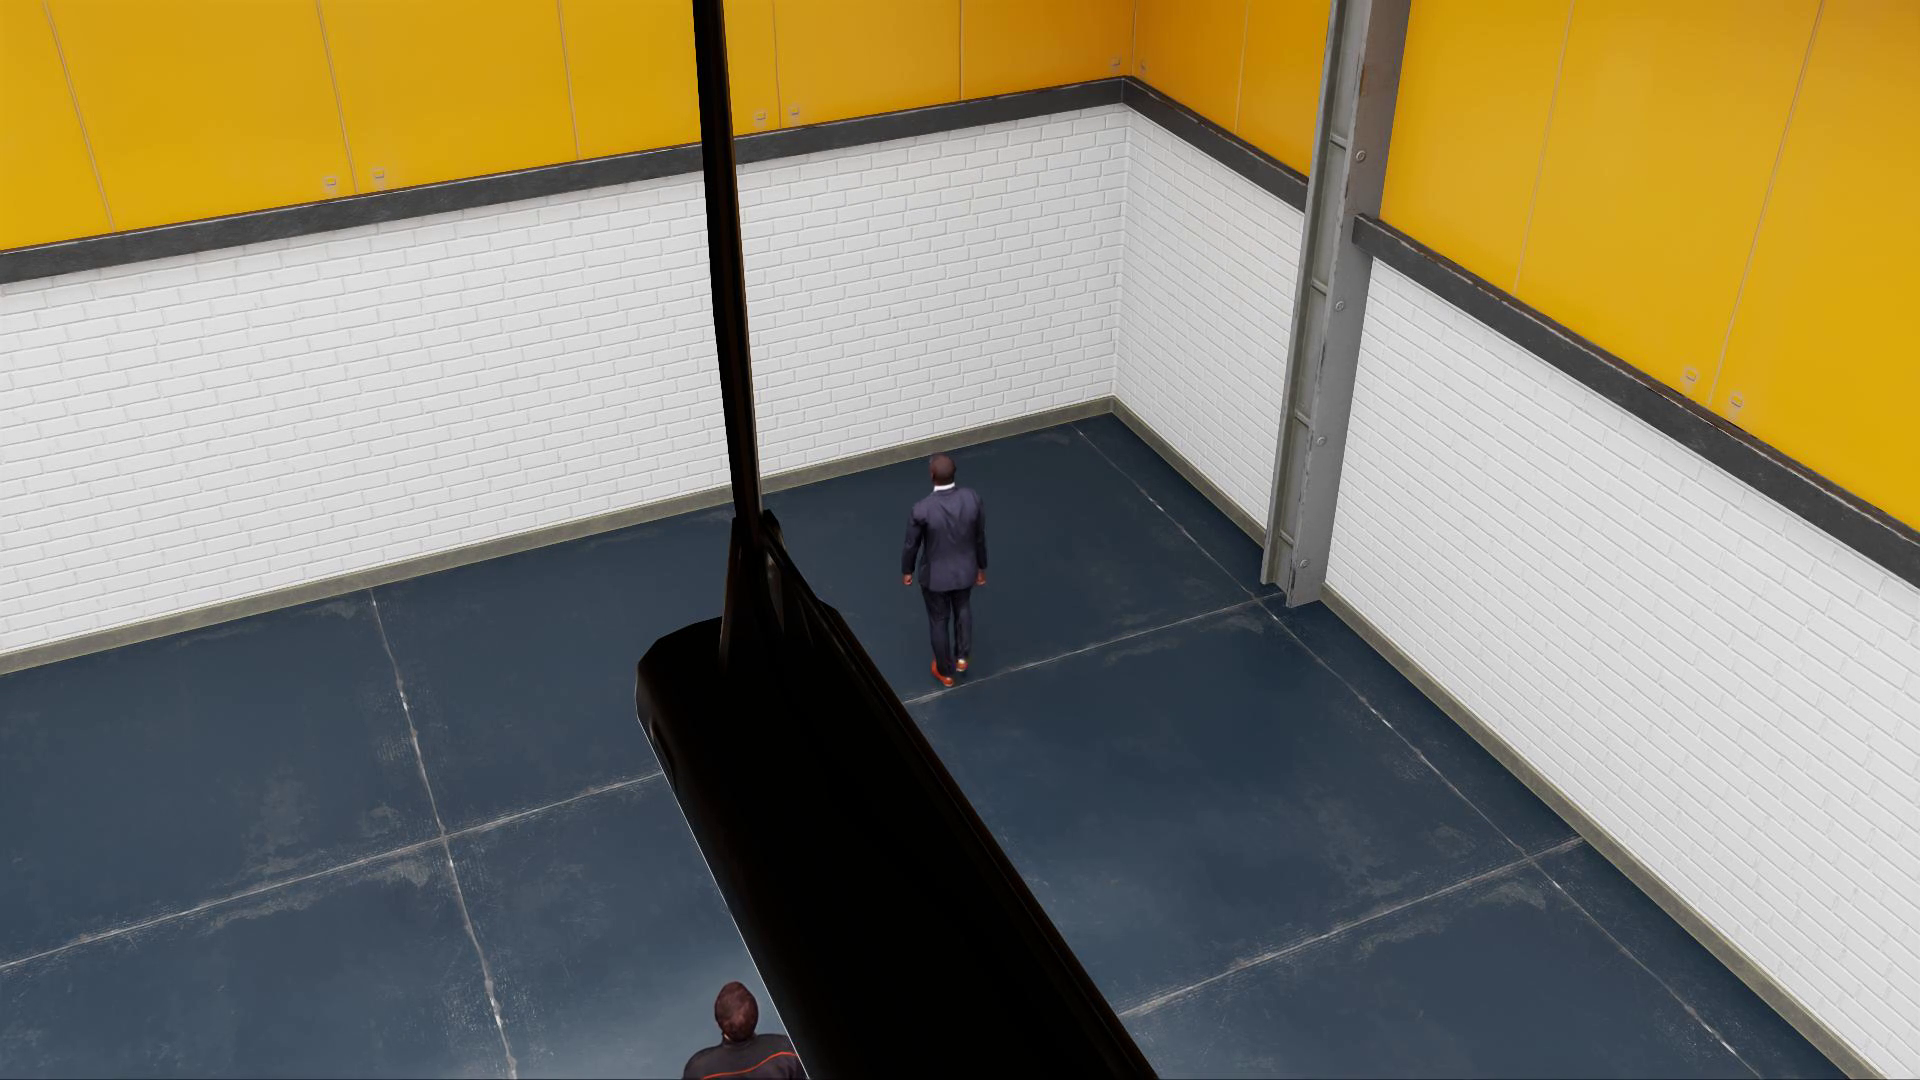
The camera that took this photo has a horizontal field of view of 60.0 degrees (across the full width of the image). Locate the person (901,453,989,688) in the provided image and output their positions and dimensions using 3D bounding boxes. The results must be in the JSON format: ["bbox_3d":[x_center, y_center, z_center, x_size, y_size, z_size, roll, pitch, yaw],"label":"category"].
[{"bbox_3d":[-0.058,0.255,11.109,0.753,1.815,0.678,-10,35,-14],"label":"person"}]

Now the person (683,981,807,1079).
[{"bbox_3d":[-0.946,2.687,7.428,0.713,1.840,0.574,-12,35,-17],"label":"person"}]
